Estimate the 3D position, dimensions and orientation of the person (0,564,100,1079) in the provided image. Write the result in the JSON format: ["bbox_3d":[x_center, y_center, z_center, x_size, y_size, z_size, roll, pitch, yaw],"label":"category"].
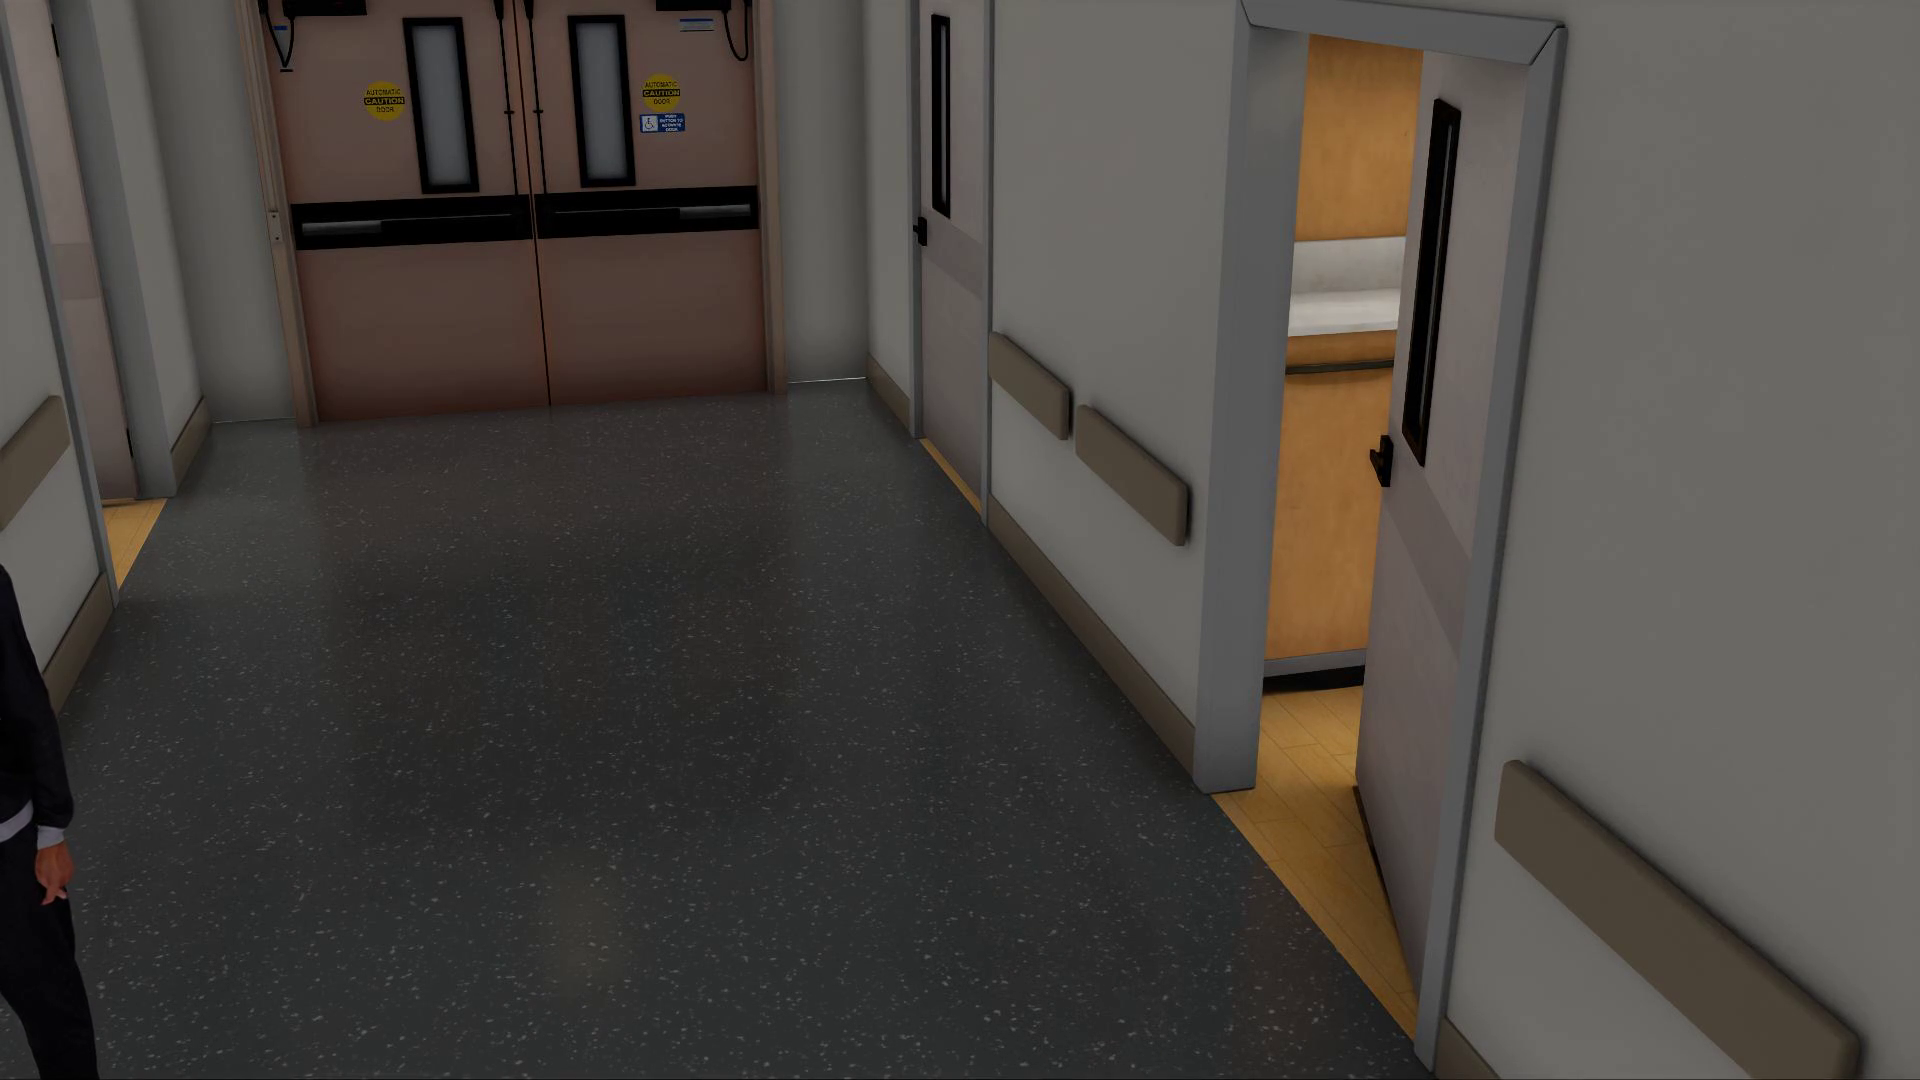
[{"bbox_3d":[-1.941,0.545,3.159,0.601,1.727,0.515,-5,21,-12],"label":"person"}]
